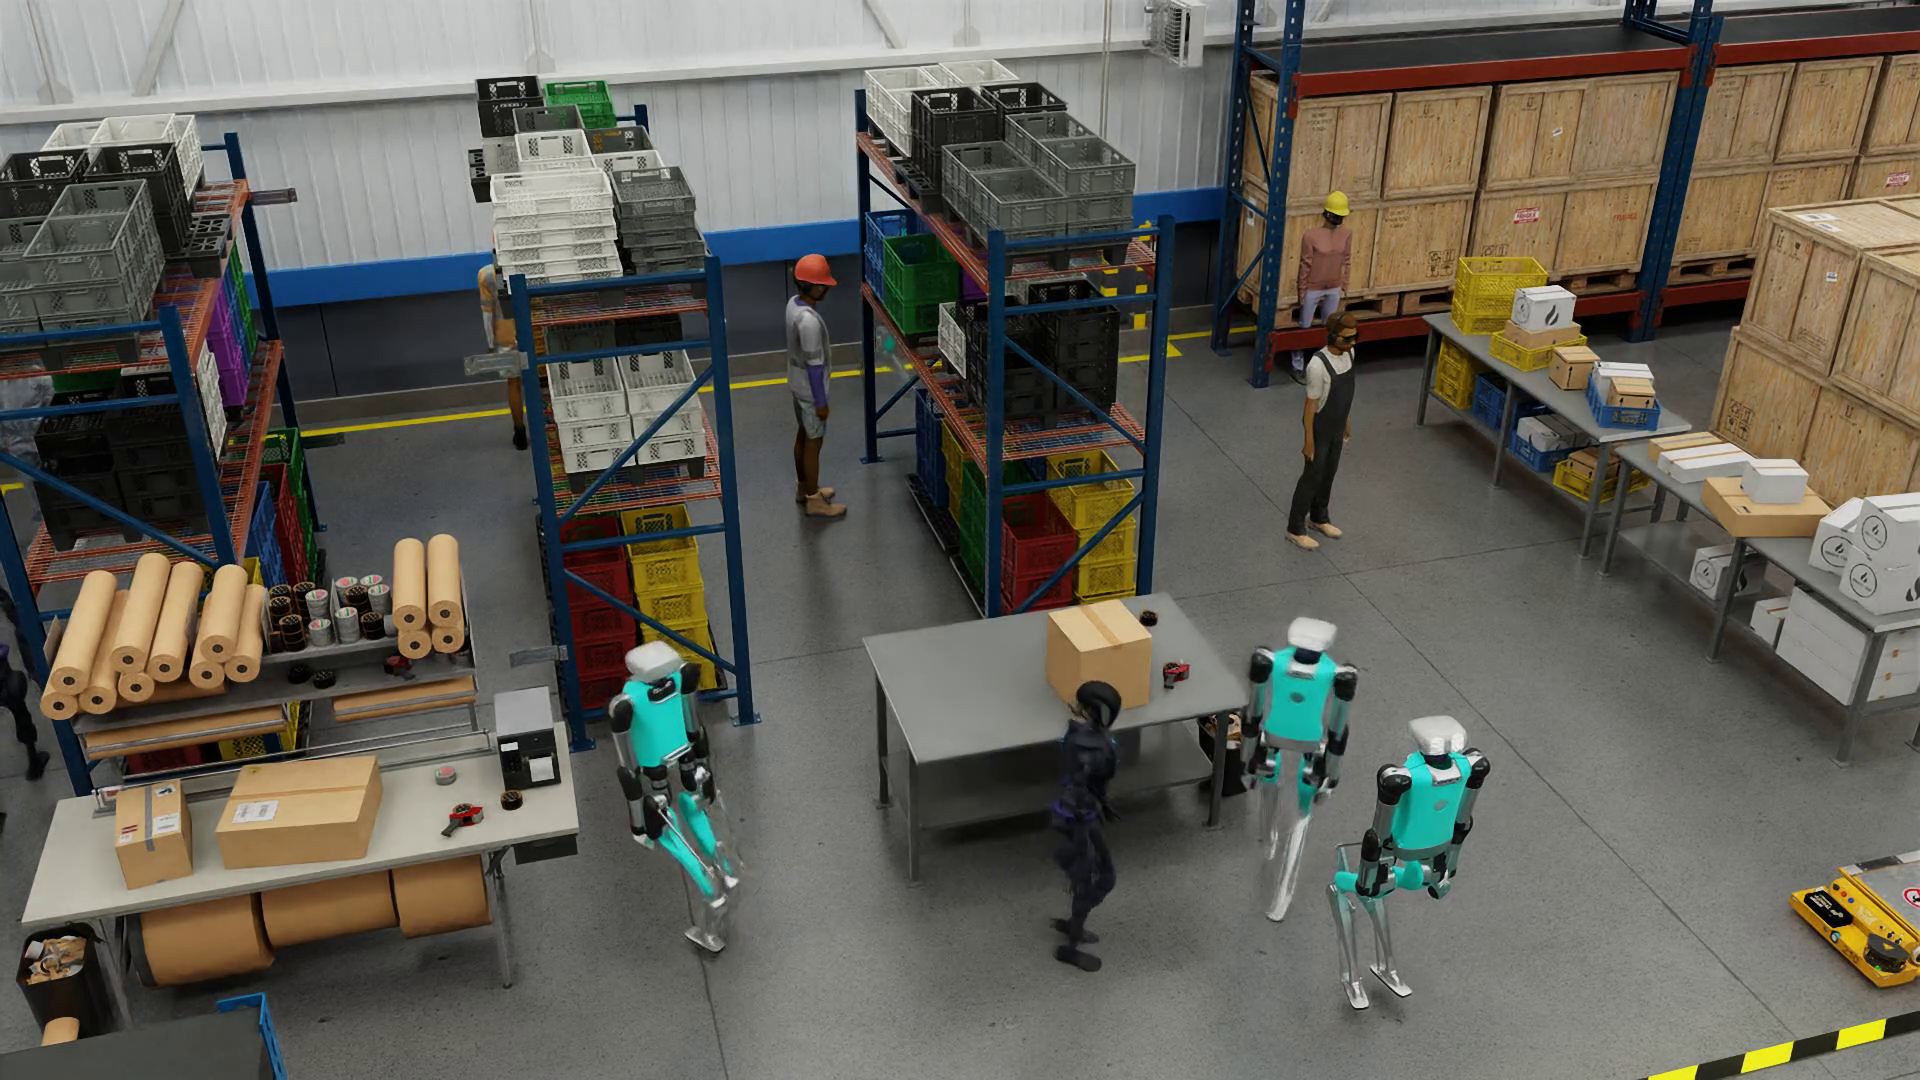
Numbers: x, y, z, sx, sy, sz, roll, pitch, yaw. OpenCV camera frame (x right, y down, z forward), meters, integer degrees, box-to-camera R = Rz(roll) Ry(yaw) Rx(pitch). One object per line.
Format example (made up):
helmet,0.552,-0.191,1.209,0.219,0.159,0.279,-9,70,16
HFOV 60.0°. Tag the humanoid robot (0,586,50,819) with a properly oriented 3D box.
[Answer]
humanoid robot,-5.496,0.790,9.325,0.613,1.651,0.755,-8,30,-15

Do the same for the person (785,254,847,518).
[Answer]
person,-1.088,-1.147,12.418,0.389,2.035,0.604,-8,30,-15

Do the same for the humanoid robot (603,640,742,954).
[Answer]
humanoid robot,-1.286,1.408,8.176,0.743,1.879,0.534,21,35,33

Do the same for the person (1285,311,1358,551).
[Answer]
person,2.633,-0.791,11.981,0.331,1.836,0.506,25,37,37

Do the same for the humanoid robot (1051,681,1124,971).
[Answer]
humanoid robot,0.621,1.399,8.142,0.311,1.650,0.606,8,30,14

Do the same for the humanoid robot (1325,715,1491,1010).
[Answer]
humanoid robot,2.029,1.438,7.880,0.533,1.677,0.735,-8,30,-15

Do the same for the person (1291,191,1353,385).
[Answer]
person,3.206,-2.221,14.657,0.522,1.761,0.336,-10,30,-18

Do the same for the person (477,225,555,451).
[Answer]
person,-3.556,-1.663,13.458,0.550,1.932,0.374,-7,30,-12

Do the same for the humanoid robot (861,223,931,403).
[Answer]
humanoid robot,-0.607,-2.063,14.425,0.916,1.791,0.549,16,33,27

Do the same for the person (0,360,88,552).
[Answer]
person,-6.651,-0.711,11.922,0.491,1.742,0.321,-1,29,-1

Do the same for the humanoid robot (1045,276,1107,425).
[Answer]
humanoid robot,1.004,-1.651,13.694,0.888,1.791,0.530,6,29,11

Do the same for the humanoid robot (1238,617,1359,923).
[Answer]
humanoid robot,1.759,1.079,8.694,0.562,1.776,0.896,9,30,15

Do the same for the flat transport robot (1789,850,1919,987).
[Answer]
flat transport robot,5.163,1.916,8.676,1.431,0.231,0.659,-8,30,-14
